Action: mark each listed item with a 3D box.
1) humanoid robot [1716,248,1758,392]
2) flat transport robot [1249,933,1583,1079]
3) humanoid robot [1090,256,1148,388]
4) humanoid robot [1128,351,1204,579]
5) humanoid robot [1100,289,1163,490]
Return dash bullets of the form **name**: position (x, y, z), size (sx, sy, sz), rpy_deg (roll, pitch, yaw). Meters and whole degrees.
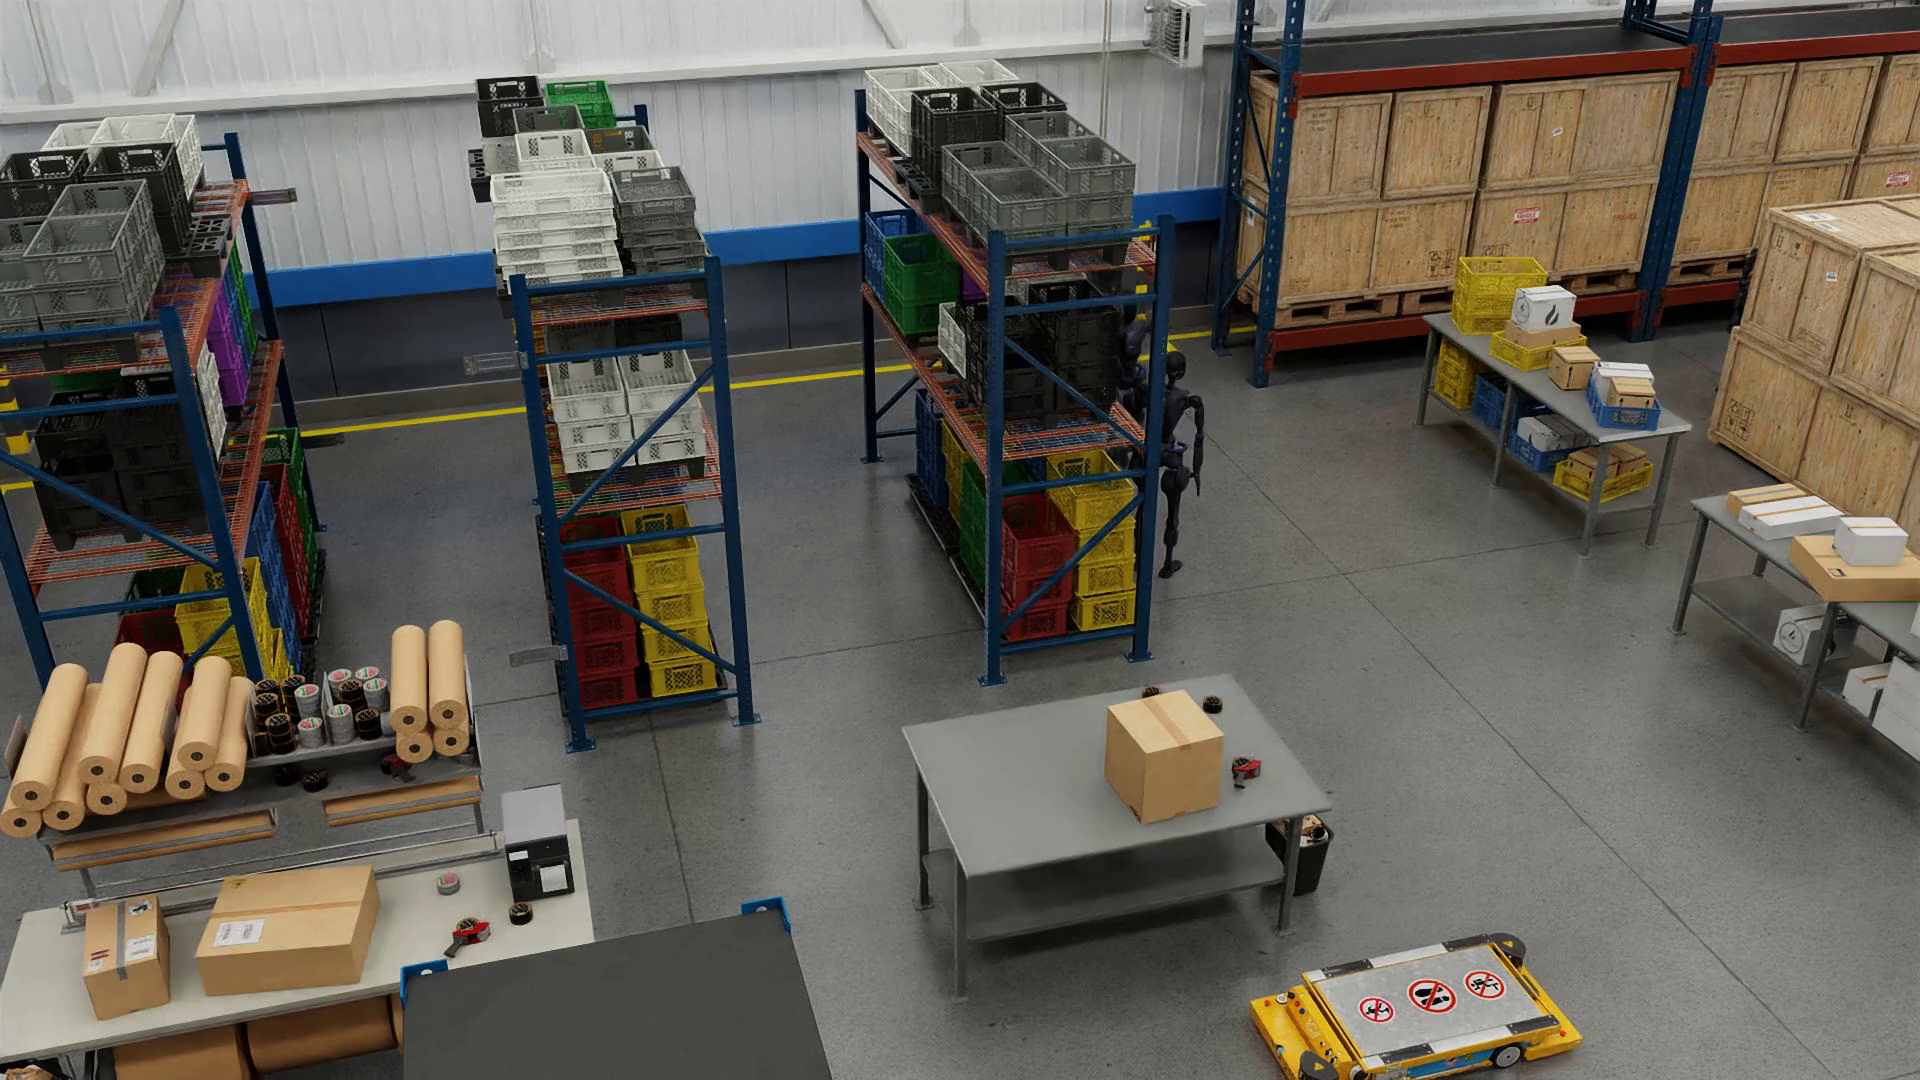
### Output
- **humanoid robot**: position (6.915, -1.981, 14.302), size (0.567, 1.650, 0.336), rpy_deg (1, 29, 3)
- **flat transport robot**: position (2.184, 2.282, 7.980), size (1.431, 0.197, 0.652), rpy_deg (-8, 30, -14)
- **humanoid robot**: position (1.306, -2.050, 14.466), size (0.737, 1.629, 0.579), rpy_deg (-14, 32, -24)
- **humanoid robot**: position (1.432, -0.546, 11.692), size (0.563, 1.650, 0.357), rpy_deg (13, 31, 22)
- **humanoid robot**: position (1.283, -1.176, 12.833), size (0.610, 1.643, 0.412), rpy_deg (-7, 30, -13)
